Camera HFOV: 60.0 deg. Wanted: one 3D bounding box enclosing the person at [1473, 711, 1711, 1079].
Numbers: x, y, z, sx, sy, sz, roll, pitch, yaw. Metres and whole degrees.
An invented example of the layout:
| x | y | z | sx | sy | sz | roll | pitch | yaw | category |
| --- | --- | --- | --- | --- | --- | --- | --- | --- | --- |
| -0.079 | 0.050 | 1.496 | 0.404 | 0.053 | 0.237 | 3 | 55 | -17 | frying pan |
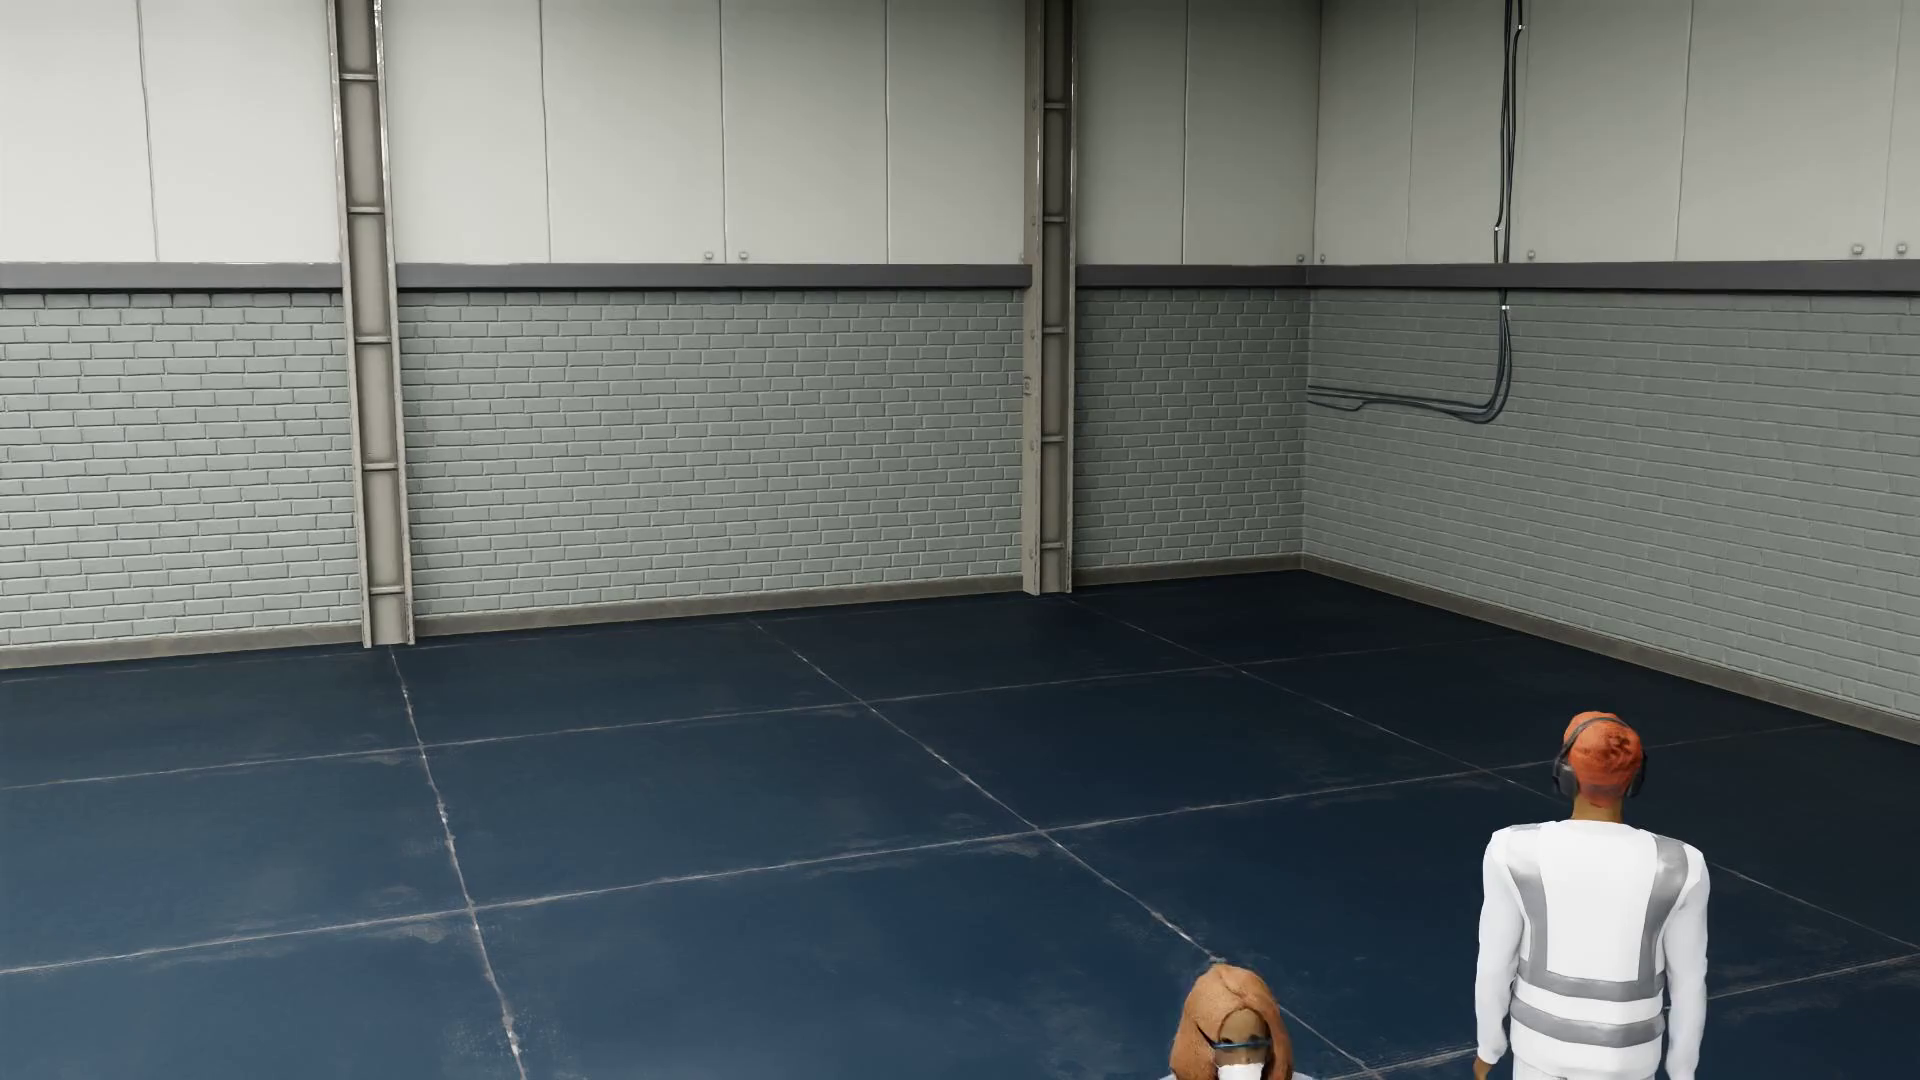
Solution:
| x | y | z | sx | sy | sz | roll | pitch | yaw | category |
| --- | --- | --- | --- | --- | --- | --- | --- | --- | --- |
| 1.692 | 1.386 | 4.502 | 0.583 | 1.884 | 0.350 | 3 | 9 | 17 | person |

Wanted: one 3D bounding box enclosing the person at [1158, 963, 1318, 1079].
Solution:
| x | y | z | sx | sy | sz | roll | pitch | yaw | category |
| --- | --- | --- | --- | --- | --- | --- | --- | --- | --- |
| 0.567 | 1.678 | 3.479 | 0.533 | 1.614 | 0.520 | 0 | 9 | -2 | person |
